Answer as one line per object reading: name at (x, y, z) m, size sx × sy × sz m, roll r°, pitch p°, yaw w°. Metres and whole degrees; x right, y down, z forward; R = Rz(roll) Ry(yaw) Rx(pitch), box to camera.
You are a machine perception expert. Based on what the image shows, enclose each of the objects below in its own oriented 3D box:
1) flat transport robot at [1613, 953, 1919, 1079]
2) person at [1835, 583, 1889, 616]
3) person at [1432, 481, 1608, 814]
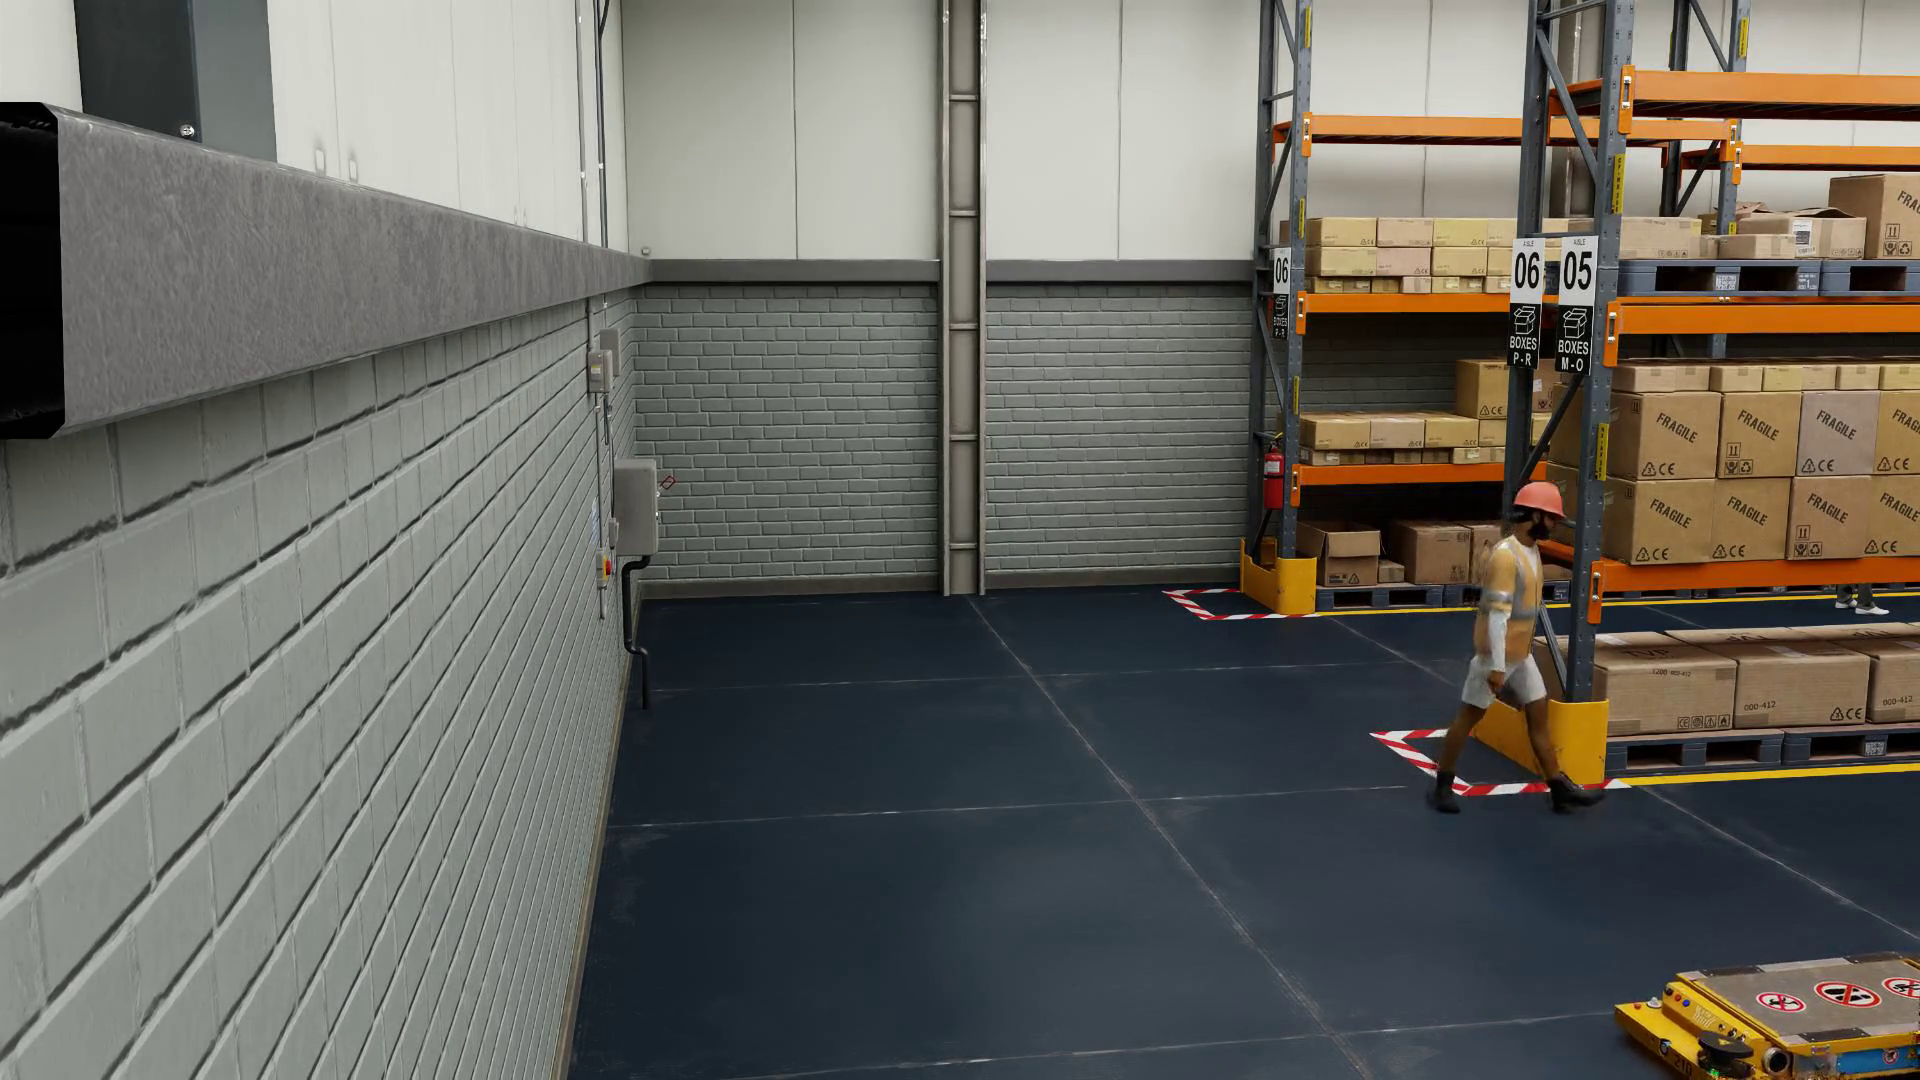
flat transport robot at (3.370, 1.863, 6.450) m, size 1.431 × 0.197 × 0.652 m, roll -2°, pitch 9°, yaw -12°
person at (8.032, -0.293, 14.688) m, size 0.392 × 1.921 × 0.585 m, roll -2°, pitch 9°, yaw -10°
person at (3.082, 0.619, 9.217) m, size 0.897 × 1.870 × 0.631 m, roll 8°, pitch 12°, yaw 39°
